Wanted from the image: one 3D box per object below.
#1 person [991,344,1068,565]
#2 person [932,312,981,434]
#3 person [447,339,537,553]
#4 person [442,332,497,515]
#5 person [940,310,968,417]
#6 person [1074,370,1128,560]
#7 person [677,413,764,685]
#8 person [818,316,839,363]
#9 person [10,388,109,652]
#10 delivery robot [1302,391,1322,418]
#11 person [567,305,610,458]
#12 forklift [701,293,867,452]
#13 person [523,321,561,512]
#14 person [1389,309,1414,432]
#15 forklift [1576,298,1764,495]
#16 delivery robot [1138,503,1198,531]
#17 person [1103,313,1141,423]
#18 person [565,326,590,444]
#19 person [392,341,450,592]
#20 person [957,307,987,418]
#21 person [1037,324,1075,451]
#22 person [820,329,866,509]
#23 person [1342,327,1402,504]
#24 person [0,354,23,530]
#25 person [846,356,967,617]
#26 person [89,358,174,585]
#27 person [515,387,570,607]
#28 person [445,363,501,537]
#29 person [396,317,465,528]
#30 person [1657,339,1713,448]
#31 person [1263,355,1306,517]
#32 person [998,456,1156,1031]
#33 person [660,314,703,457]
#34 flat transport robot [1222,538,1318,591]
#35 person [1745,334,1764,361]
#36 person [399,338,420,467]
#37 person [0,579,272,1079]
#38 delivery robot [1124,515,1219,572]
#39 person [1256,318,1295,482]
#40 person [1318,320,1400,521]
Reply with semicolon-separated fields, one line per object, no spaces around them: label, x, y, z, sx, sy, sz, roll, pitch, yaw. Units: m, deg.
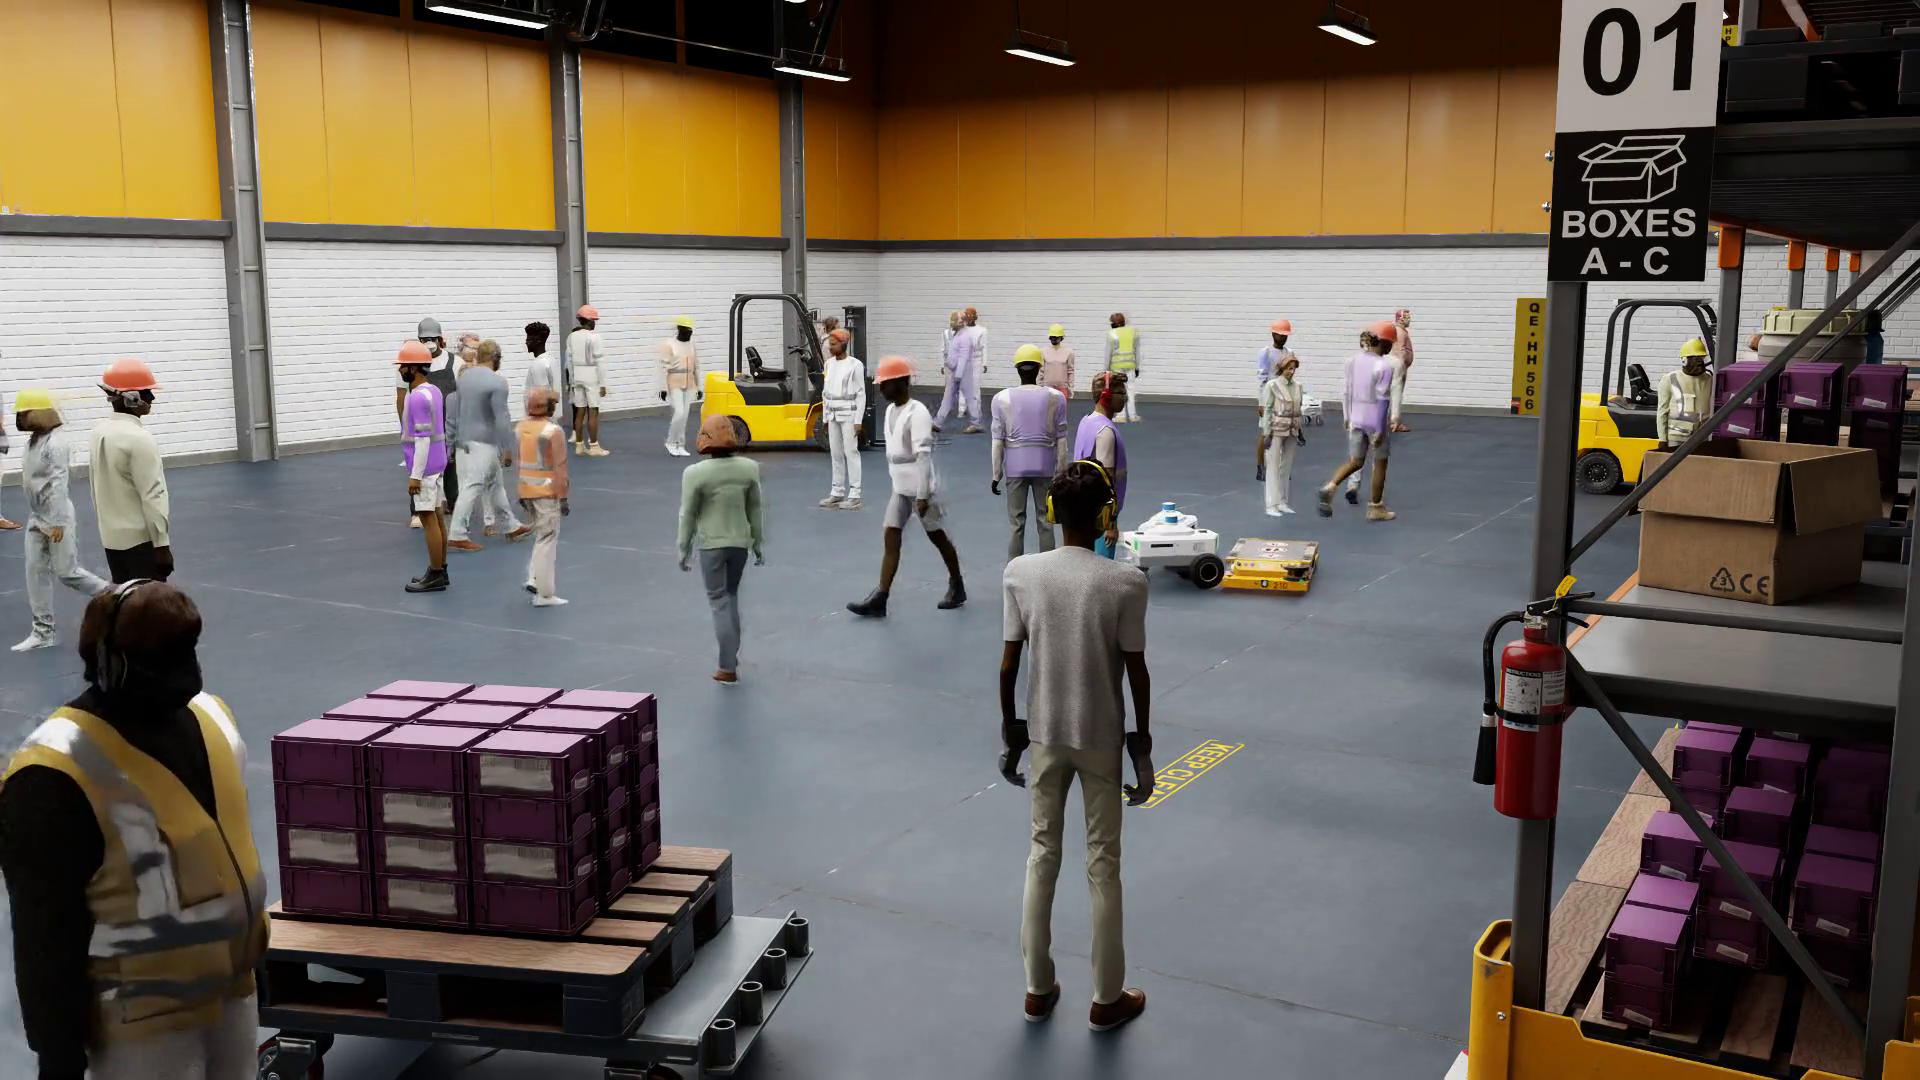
person;0.526;-0.532;12.728;0.586;1.917;0.380;0;9;-3
person;-0.109;-2.543;25.425;0.959;1.860;0.678;-3;10;-17
person;-4.232;-0.854;14.879;0.674;1.866;1.018;8;12;42
person;-5.012;-1.174;16.883;0.669;1.866;0.521;-3;10;-18
person;-0.057;-3.002;28.410;0.586;1.833;0.403;1;9;5
person;0.879;-0.158;10.613;0.374;1.843;0.569;-1;9;-8
person;-1.475;0.045;10.028;0.523;1.614;0.557;-7;11;-36
person;-2.040;-2.425;24.840;0.544;1.826;0.555;-7;11;-36
person;-5.918;-0.151;10.950;0.498;1.721;0.684;7;11;35
delivery robot;5.567;-2.181;26.964;0.477;0.478;0.707;-3;10;-18
person;-4.968;-2.126;22.293;0.614;2.038;0.396;6;11;34
forklift;-2.458;-2.344;23.176;2.313;2.155;1.214;0;9;-2
person;-4.320;-1.271;17.185;0.367;1.966;0.606;-1;9;-4
person;6.871;-2.650;25.980;0.400;1.910;0.643;1;9;4
forklift;7.954;-1.589;18.462;2.313;2.155;1.214;5;11;30
delivery robot;1.726;-0.067;13.772;0.477;0.478;0.707;4;10;22
person;2.694;-2.830;27.458;0.767;1.814;0.431;-4;10;-24
person;-5.451;-2.233;24.019;0.536;1.699;0.322;2;9;13
person;-4.160;-0.563;12.854;0.363;1.939;0.542;-1;9;-5
person;0.179;-3.009;28.293;0.574;1.883;0.355;0;9;1
person;1.319;-2.091;22.941;0.524;1.764;0.329;0;9;1
person;-1.231;-1.267;17.415;0.584;1.882;0.337;9;13;44
person;4.371;-1.317;17.724;0.653;1.877;1.058;3;10;21
person;-9.266;-1.018;15.938;0.342;1.865;0.530;-9;13;-44
person;-0.335;-0.386;11.982;1.018;1.871;0.664;-6;11;-33
person;-4.553;-0.008;9.213;0.622;1.994;0.381;7;11;36
person;-3.082;-0.316;12.329;0.543;1.625;0.414;7;12;38
person;-4.537;-0.837;15.512;0.506;1.632;0.268;-1;9;-4
person;-5.084;-1.132;16.088;0.684;2.000;0.538;-3;10;-19
person;6.942;-0.997;15.881;0.587;1.837;0.404;-1;9;-8
person;3.284;-1.051;16.961;0.522;1.645;0.470;-6;11;-32
person;0.382;0.662;5.426;0.536;1.869;0.312;4;10;21
person;-3.724;-2.062;22.285;0.403;1.905;0.604;7;12;38
flat transport robot;2.514;0.182;13.390;0.652;0.197;1.431;2;9;15
person;11.036;-2.047;23.132;0.337;1.613;0.505;0;9;-3
person;-6.913;-1.742;21.147;0.521;1.639;0.314;3;10;18
person;-1.761;0.978;3.595;0.529;1.830;0.631;1;9;9
delivery robot;1.655;0.044;13.078;0.707;0.478;0.477;-2;9;-10
person;3.758;-1.656;19.684;0.550;1.933;0.373;-6;11;-33
person;3.963;-1.154;16.332;0.822;2.009;0.627;-5;10;-28
